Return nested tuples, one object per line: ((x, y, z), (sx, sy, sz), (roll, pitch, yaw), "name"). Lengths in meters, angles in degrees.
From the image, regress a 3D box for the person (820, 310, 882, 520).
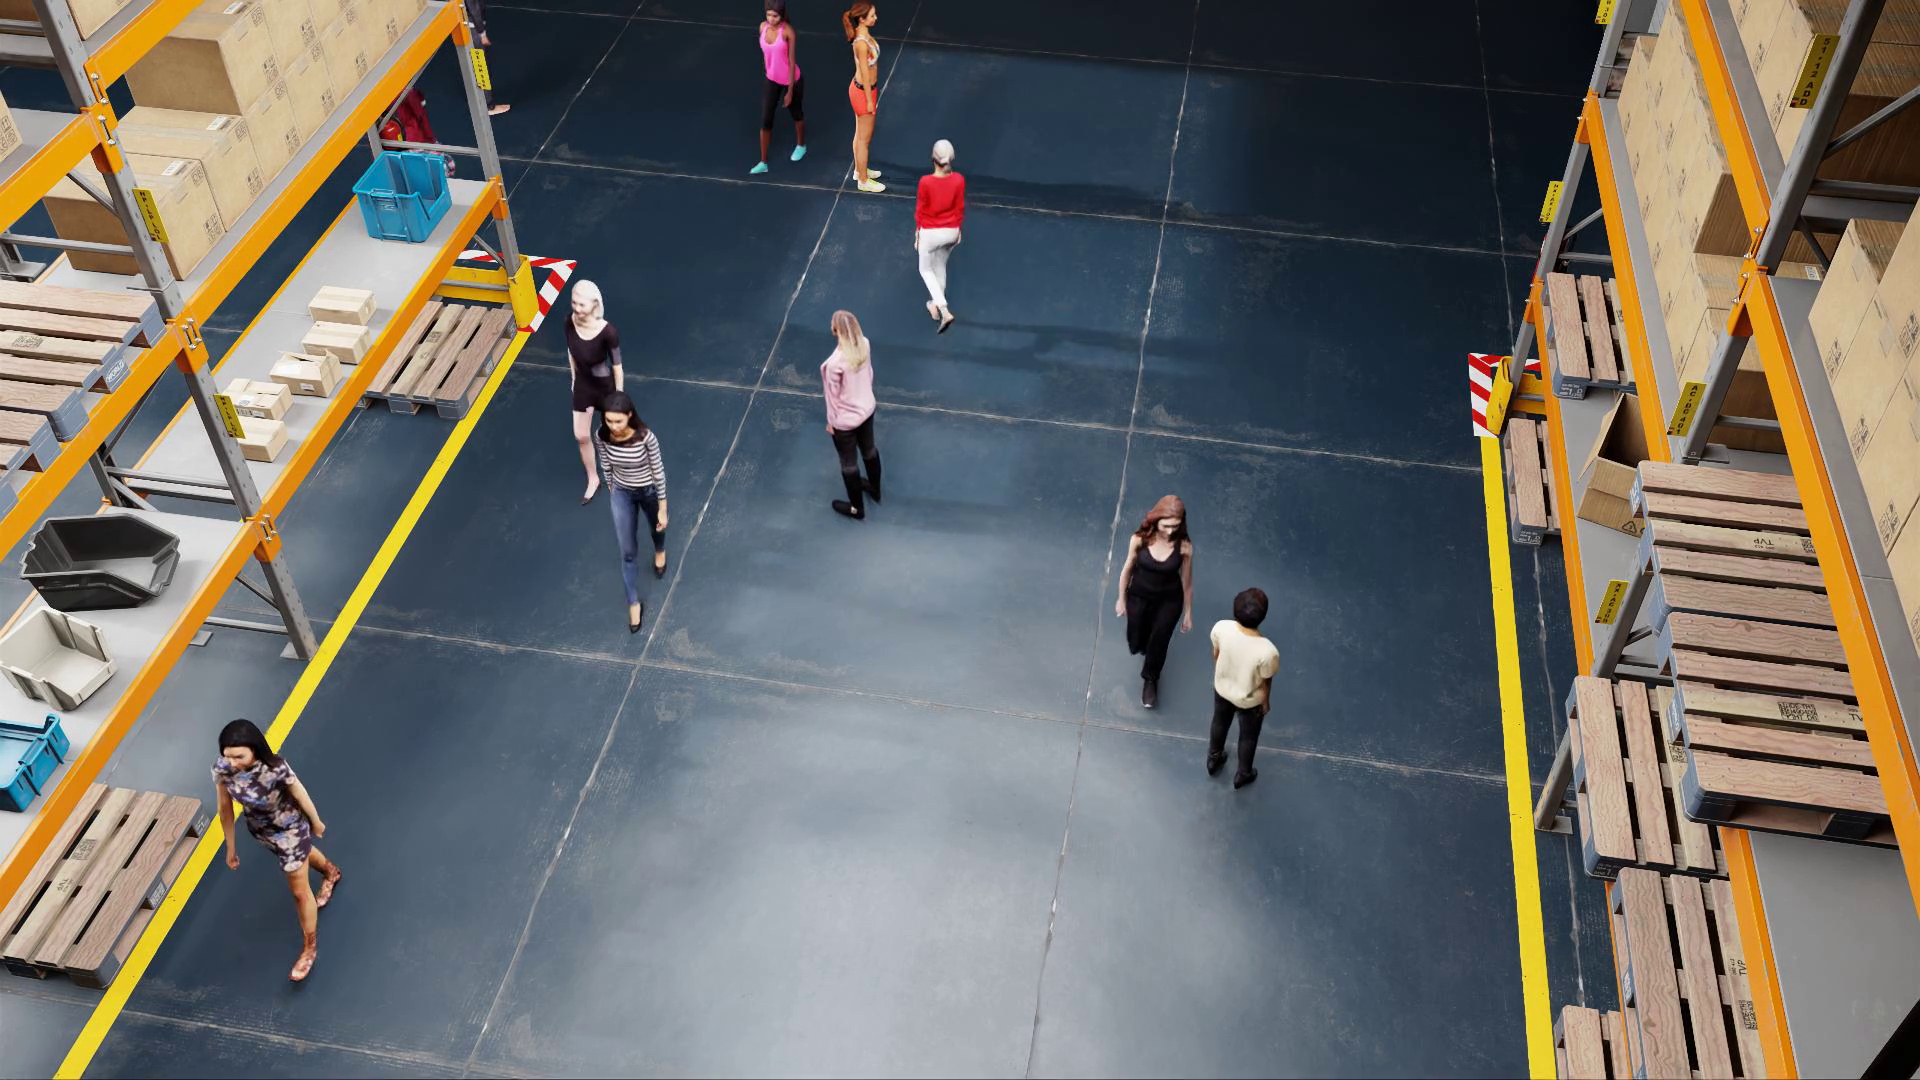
((-0.749, -0.893, 11.747), (0.748, 1.681, 0.631), (25, 49, 24), "person")

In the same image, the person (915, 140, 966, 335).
((-0.140, -2.384, 13.314), (0.813, 1.677, 0.965), (-14, 45, -15), "person")

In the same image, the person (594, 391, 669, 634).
((-2.120, -0.338, 11.114), (0.726, 1.749, 1.131), (0, 44, 0), "person")

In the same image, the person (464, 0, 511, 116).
((-4.716, -4.932, 15.954), (0.685, 1.725, 0.697), (32, 52, 29), "person")

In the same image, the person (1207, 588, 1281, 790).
((1.661, 0.902, 9.931), (0.657, 1.586, 0.653), (30, 51, 27), "person")

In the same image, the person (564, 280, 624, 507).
((-2.537, -1.136, 11.907), (0.694, 1.811, 0.867), (13, 45, 13), "person")

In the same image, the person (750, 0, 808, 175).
((-1.565, -4.226, 15.238), (0.694, 1.691, 1.013), (16, 46, 17), "person")

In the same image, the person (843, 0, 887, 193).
((-0.862, -3.993, 14.921), (0.699, 1.790, 0.564), (-5, 44, -6), "person")

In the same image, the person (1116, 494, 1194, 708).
((1.236, 0.305, 10.456), (0.634, 1.726, 0.783), (6, 44, 6), "person")

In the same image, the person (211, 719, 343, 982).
((-3.724, 1.526, 9.196), (0.589, 1.697, 0.995), (7, 44, 7), "person")
